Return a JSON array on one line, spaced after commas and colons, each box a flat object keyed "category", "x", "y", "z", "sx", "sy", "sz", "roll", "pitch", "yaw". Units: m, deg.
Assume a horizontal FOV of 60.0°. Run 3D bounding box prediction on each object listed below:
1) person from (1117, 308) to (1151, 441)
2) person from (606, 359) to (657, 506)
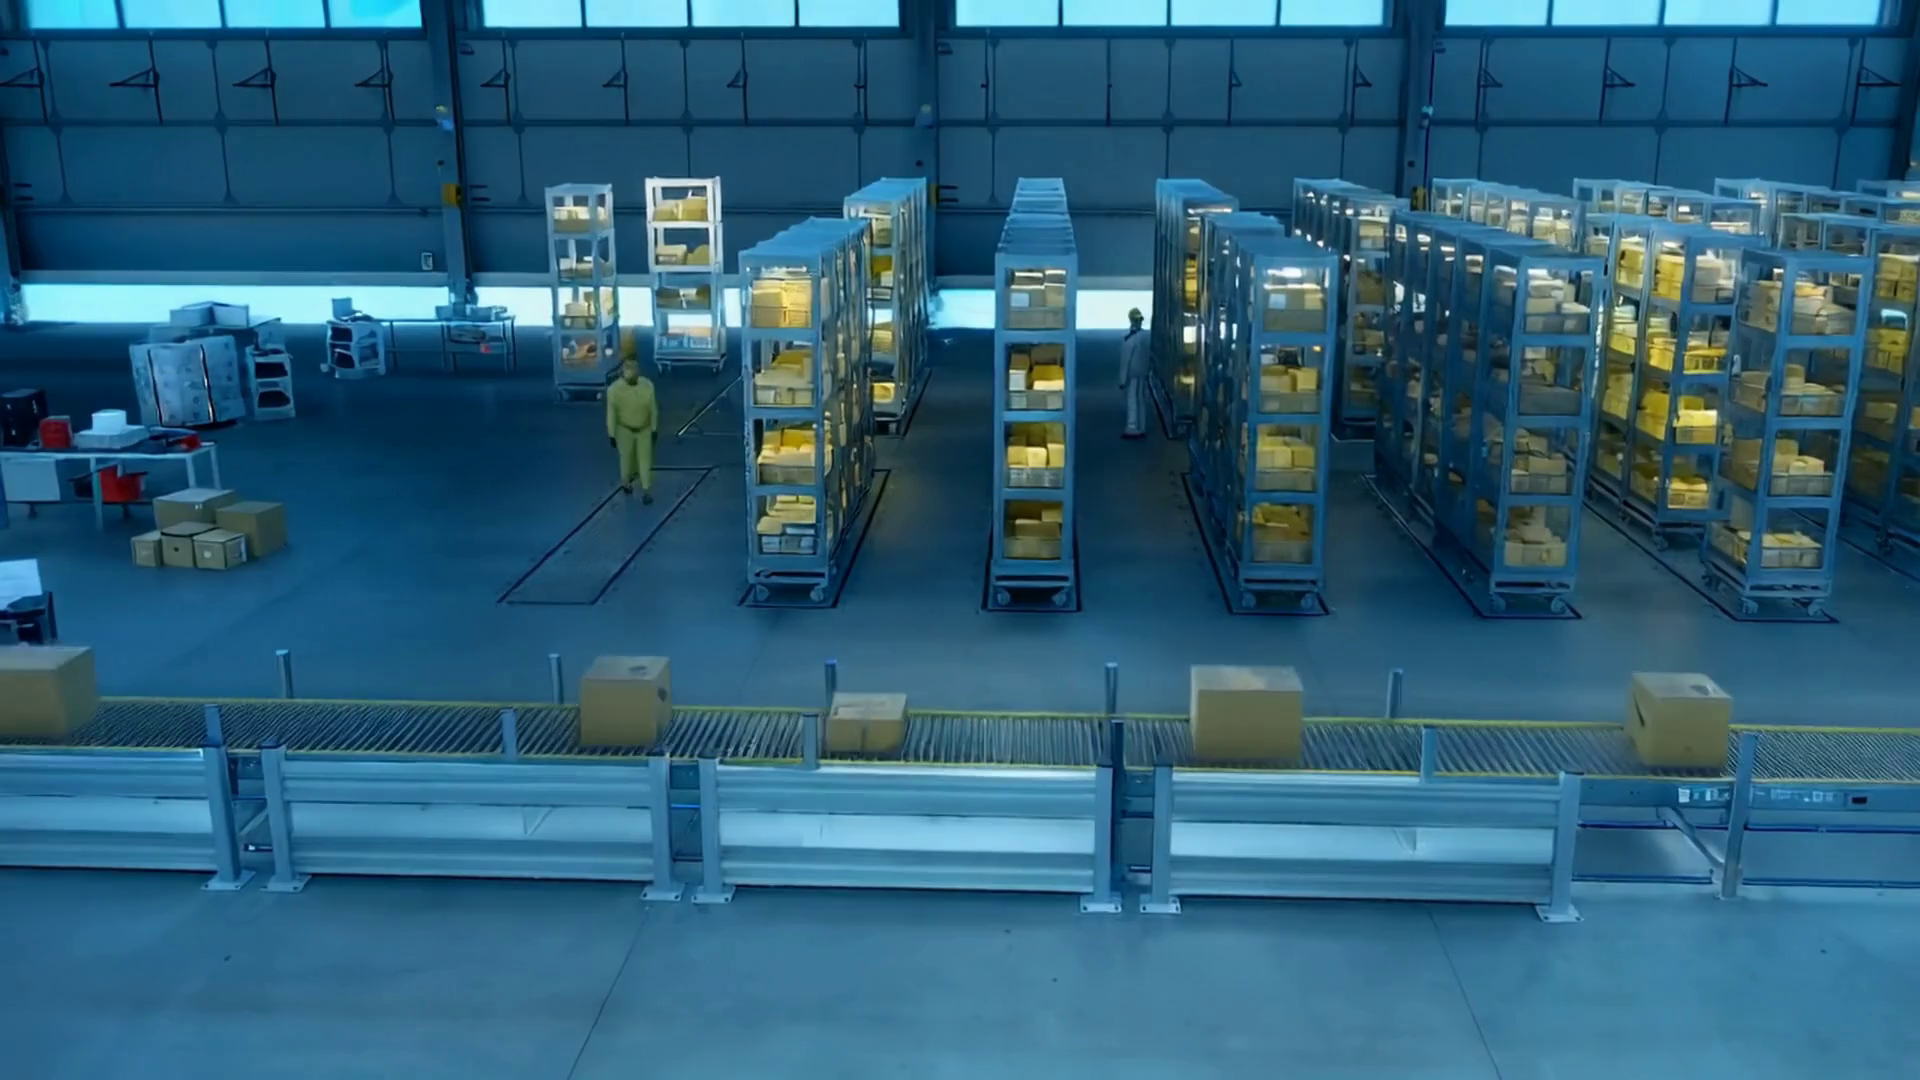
[{"category": "person", "x": 2.622, "y": -2.481, "z": 24.967, "sx": 0.377, "sy": 1.995, "sz": 0.612, "roll": 12, "pitch": 19, "yaw": 37}, {"category": "person", "x": -4.197, "y": -1.422, "z": 21.328, "sx": 0.662, "sy": 1.861, "sz": 1.011, "roll": -5, "pitch": 16, "yaw": -18}]
